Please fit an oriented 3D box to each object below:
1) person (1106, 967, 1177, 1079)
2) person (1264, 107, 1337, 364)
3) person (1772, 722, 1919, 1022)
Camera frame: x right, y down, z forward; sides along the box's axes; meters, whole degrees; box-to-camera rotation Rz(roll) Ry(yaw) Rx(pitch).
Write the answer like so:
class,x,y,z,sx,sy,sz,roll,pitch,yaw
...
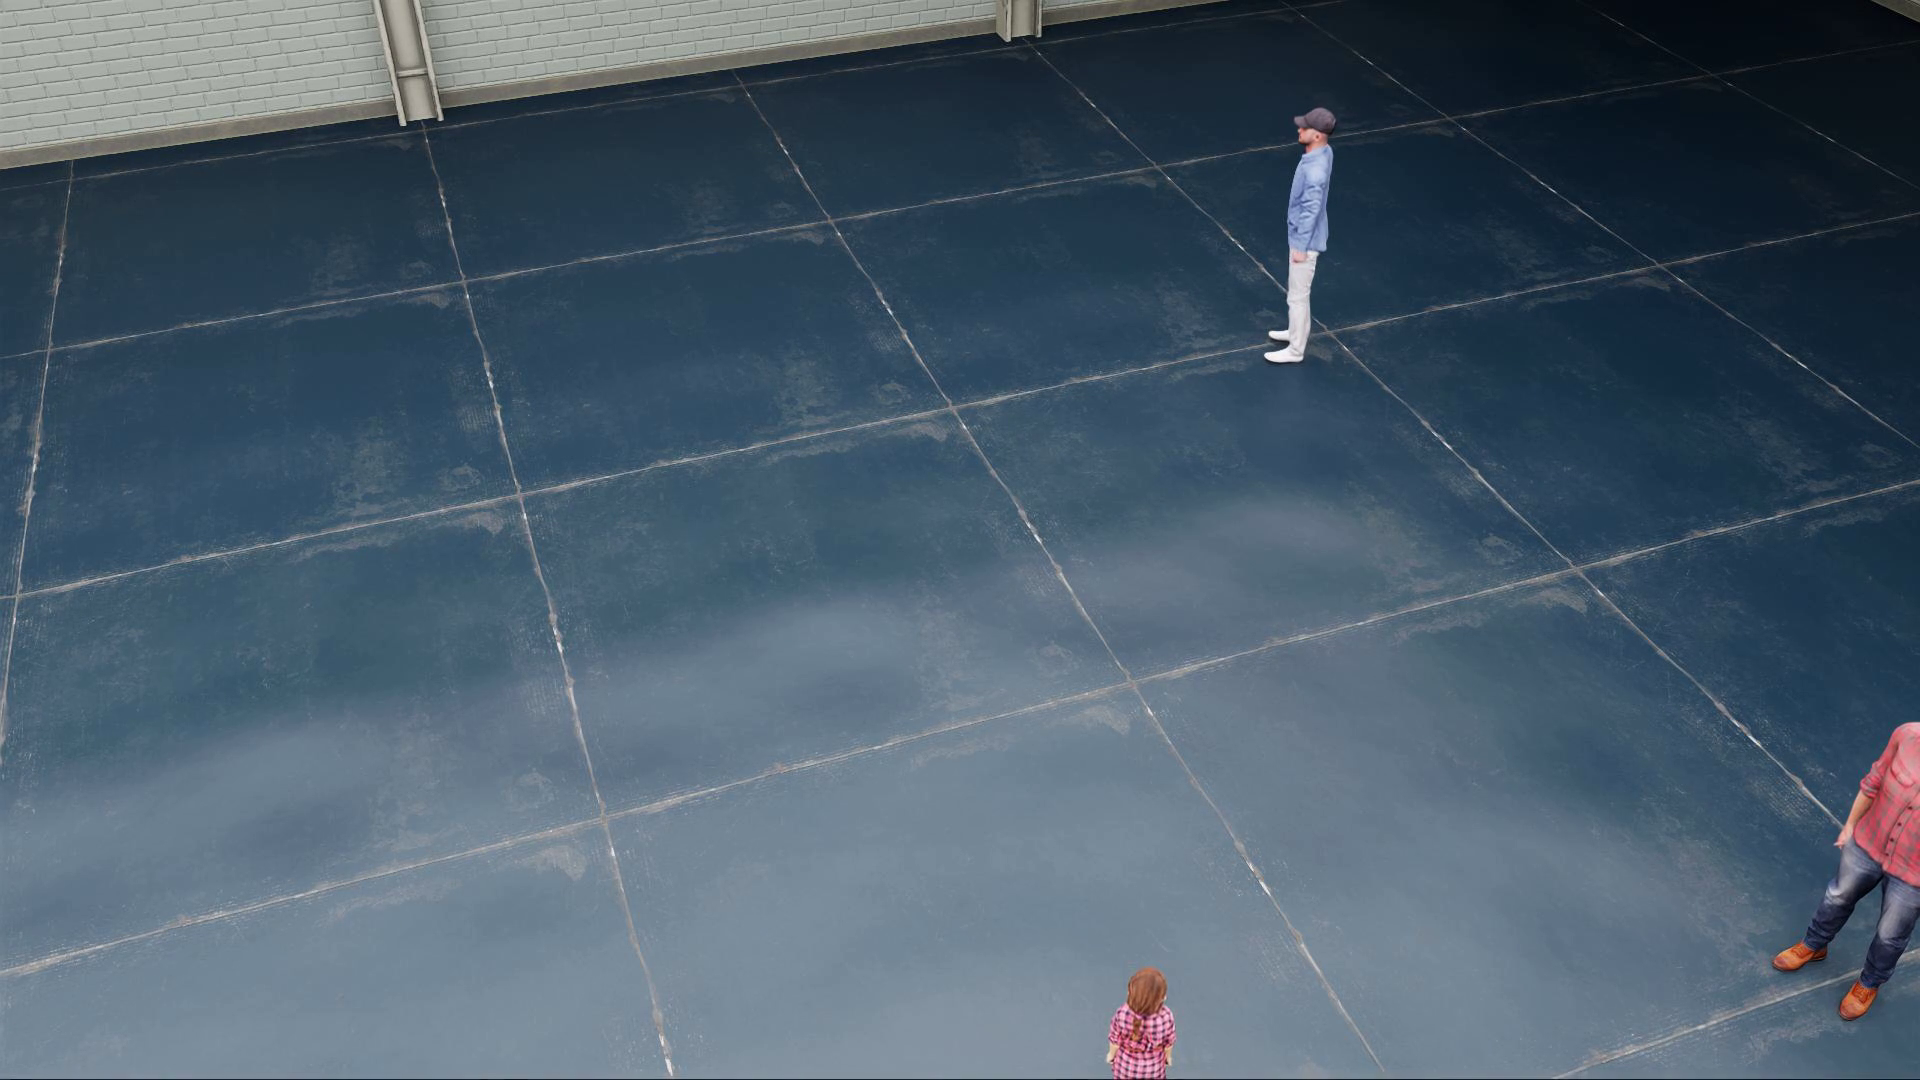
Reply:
class,x,y,z,sx,sy,sz,roll,pitch,yaw
person,0.741,2.132,6.908,0.453,1.021,0.547,1,38,1
person,2.433,-2.134,11.660,0.756,1.884,0.737,8,39,11
person,4.107,1.349,7.251,0.649,1.831,0.740,-23,44,-27
